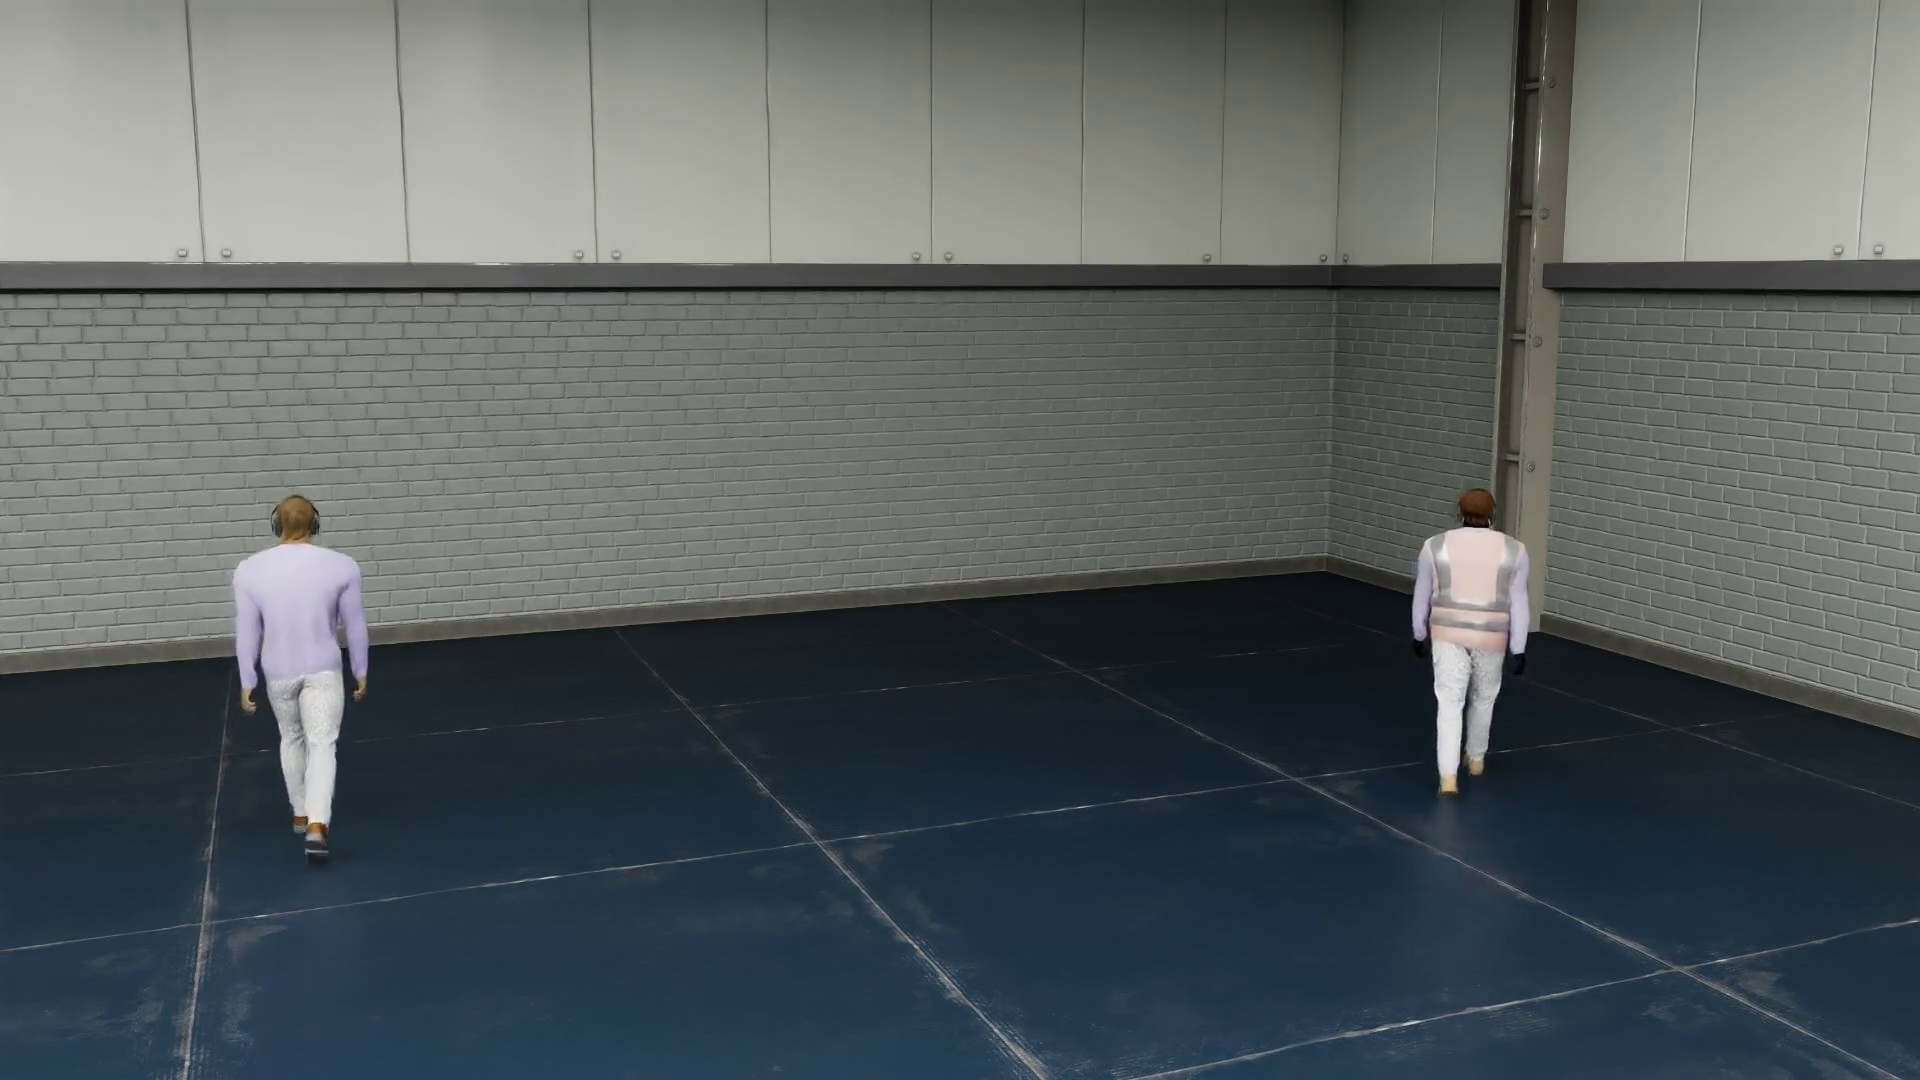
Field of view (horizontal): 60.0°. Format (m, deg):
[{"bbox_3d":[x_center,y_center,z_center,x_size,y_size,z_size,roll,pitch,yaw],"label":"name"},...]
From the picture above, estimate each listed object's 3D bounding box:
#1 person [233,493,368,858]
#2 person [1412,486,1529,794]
[{"bbox_3d":[-3.463,0.704,8.768,0.641,1.905,0.964,-2,9,-13],"label":"person"},{"bbox_3d":[3.005,0.584,9.828,0.657,1.803,0.953,3,9,16],"label":"person"}]
